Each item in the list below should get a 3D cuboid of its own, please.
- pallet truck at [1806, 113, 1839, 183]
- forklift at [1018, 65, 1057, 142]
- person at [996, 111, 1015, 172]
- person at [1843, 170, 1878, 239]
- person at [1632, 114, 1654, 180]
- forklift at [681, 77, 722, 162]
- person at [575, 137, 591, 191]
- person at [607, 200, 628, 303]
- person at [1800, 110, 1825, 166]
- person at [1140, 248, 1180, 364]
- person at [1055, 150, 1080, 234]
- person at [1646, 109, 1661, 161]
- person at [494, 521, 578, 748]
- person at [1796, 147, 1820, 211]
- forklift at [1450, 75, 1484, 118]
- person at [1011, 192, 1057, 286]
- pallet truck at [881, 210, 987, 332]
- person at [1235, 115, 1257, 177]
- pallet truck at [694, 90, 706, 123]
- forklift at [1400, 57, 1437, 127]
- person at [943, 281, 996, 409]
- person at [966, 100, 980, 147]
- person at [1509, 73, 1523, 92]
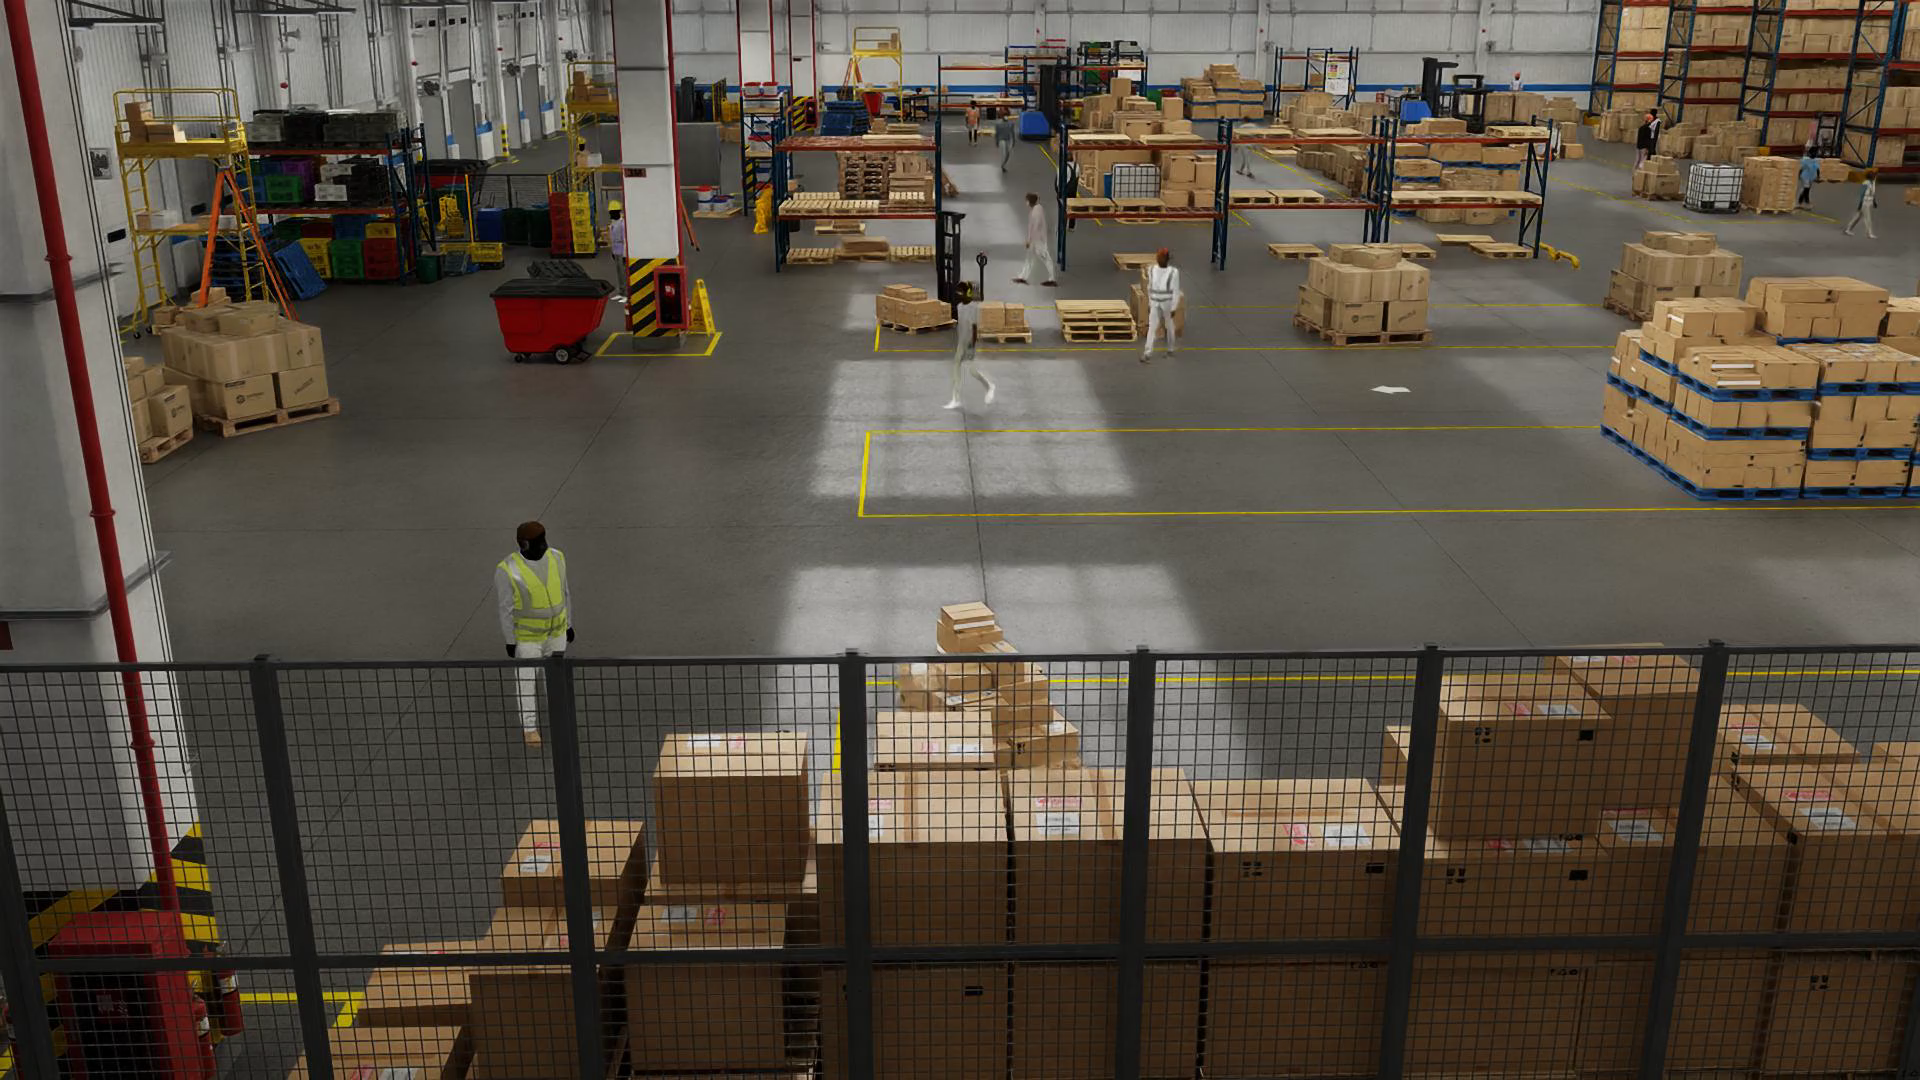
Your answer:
[{"bbox_3d":[26.403,-11.957,50.702,0.823,1.965,1.885,6,19,16],"label":"pallet truck"},{"bbox_3d":[3.207,-16.537,62.930,1.873,2.768,1.129,-3,19,-8],"label":"forklift"},{"bbox_3d":[1.434,-12.764,53.223,0.636,1.924,0.669,-5,19,-13],"label":"person"},{"bbox_3d":[21.547,-8.012,39.609,0.520,1.600,0.838,-16,25,-40],"label":"person"},{"bbox_3d":[20.897,-11.988,50.801,0.397,1.992,0.622,-3,19,-8],"label":"person"},{"bbox_3d":[-8.926,-13.867,55.007,1.873,2.768,1.129,-1,19,-1],"label":"forklift"},{"bbox_3d":[-9.981,-9.699,44.117,0.400,1.921,0.612,-4,19,-12],"label":"person"},{"bbox_3d":[-6.468,-5.480,31.595,0.382,1.928,0.587,-12,22,-31],"label":"person"},{"bbox_3d":[27.925,-13.166,54.559,0.756,1.819,0.654,1,19,4],"label":"person"},{"bbox_3d":[3.228,-3.751,26.617,0.601,1.830,0.977,12,22,32],"label":"person"},{"bbox_3d":[2.546,-8.455,40.248,0.688,2.000,0.539,-18,25,-42],"label":"person"},{"bbox_3d":[22.511,-13.047,54.074,0.391,1.912,0.589,-4,19,-11],"label":"person"},{"bbox_3d":[-3.361,0.731,13.297,0.429,1.846,0.633,17,25,42],"label":"person"},{"bbox_3d":[22.632,-9.605,44.242,0.556,1.646,0.856,-4,19,-12],"label":"person"},{"bbox_3d":[17.159,-14.386,56.549,1.129,2.768,1.873,-1,19,-2],"label":"forklift"},{"bbox_3d":[1.482,-5.996,33.207,1.028,1.869,0.621,1,19,4],"label":"person"},{"bbox_3d":[-0.493,-4.759,29.349,1.885,1.965,0.823,-13,23,-34],"label":"pallet truck"},{"bbox_3d":[8.921,-12.276,51.840,0.644,1.883,1.081,-7,20,-21],"label":"person"},{"bbox_3d":[-9.671,-15.907,62.421,0.823,1.965,1.885,5,19,15],"label":"pallet truck"},{"bbox_3d":[19.315,-18.501,68.754,1.873,2.768,1.129,-1,19,-1],"label":"forklift"},{"bbox_3d":[0.149,-2.802,23.792,0.800,1.844,0.522,-16,24,-39],"label":"person"},{"bbox_3d":[0.476,-15.393,61.397,0.535,1.670,0.780,0,19,1],"label":"person"},{"bbox_3d":[24.844,-19.899,74.357,0.551,1.934,0.373,8,20,23],"label":"person"}]
